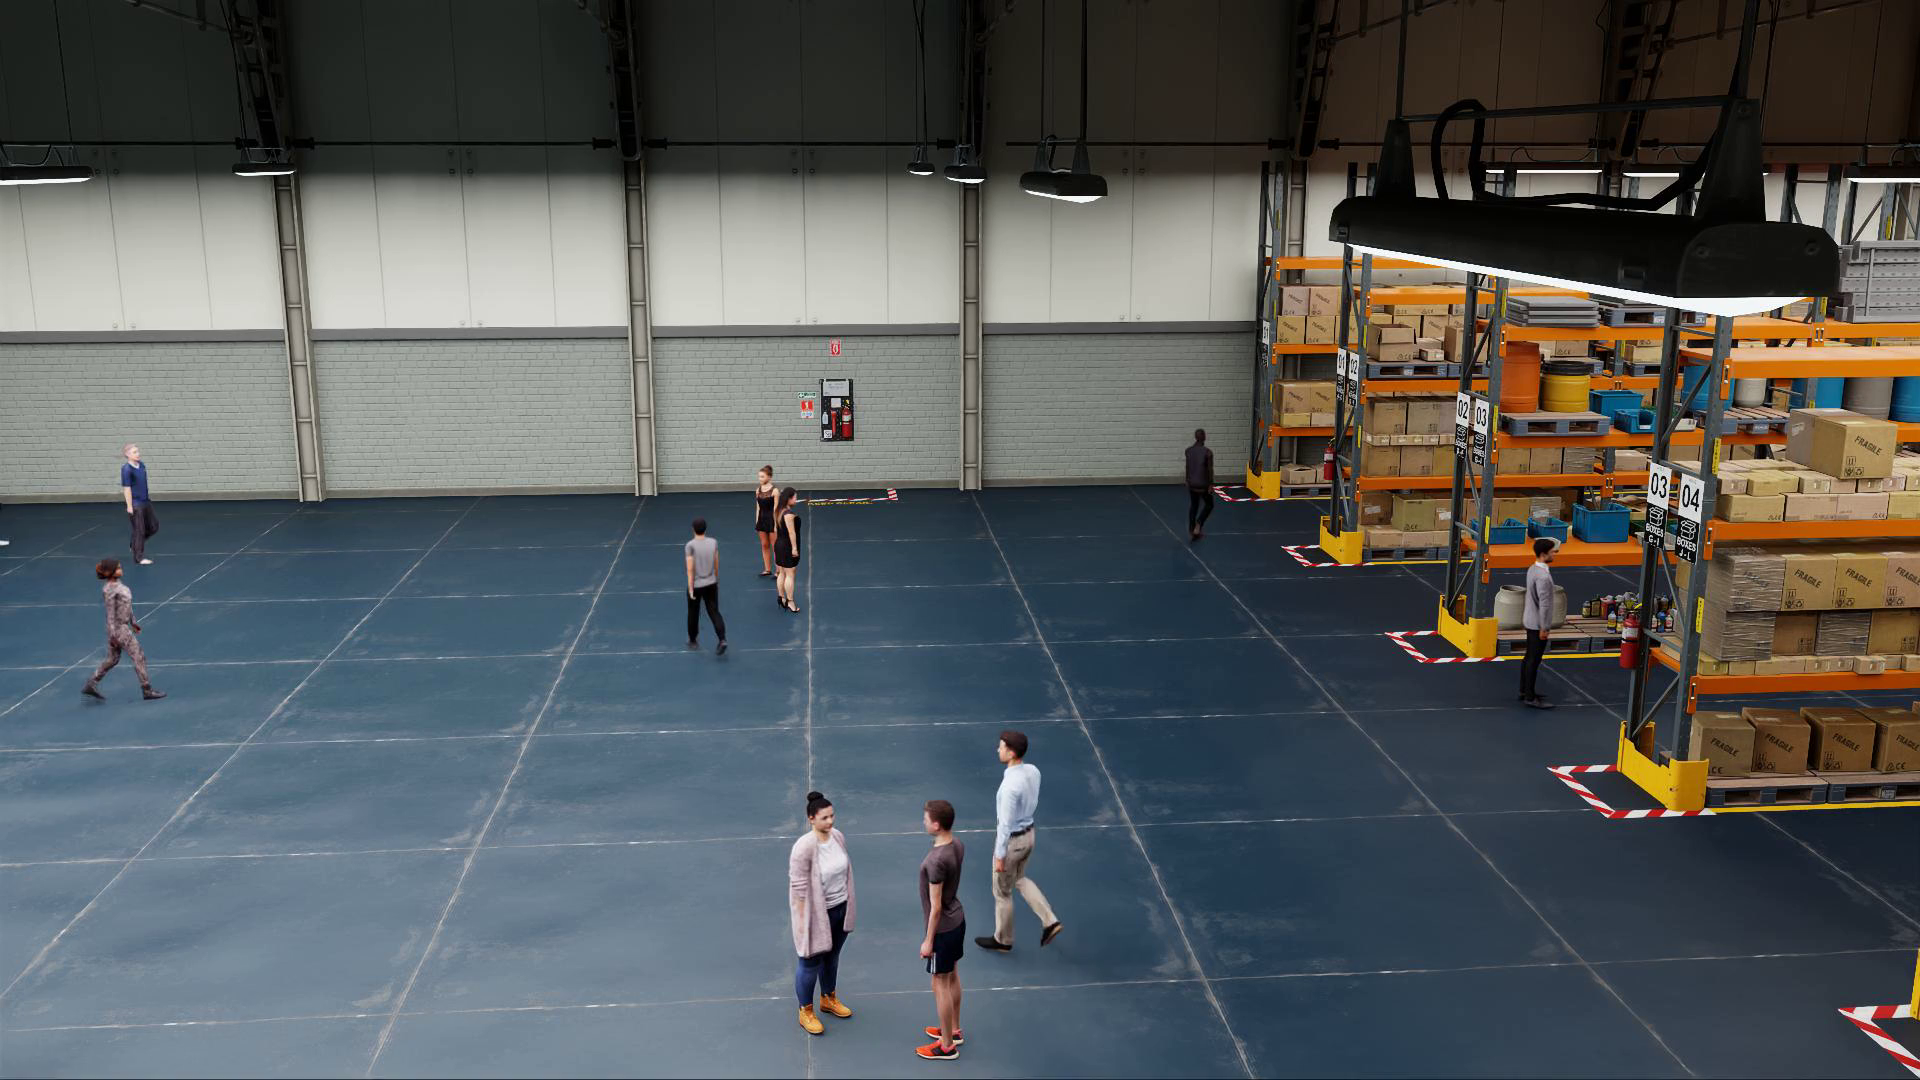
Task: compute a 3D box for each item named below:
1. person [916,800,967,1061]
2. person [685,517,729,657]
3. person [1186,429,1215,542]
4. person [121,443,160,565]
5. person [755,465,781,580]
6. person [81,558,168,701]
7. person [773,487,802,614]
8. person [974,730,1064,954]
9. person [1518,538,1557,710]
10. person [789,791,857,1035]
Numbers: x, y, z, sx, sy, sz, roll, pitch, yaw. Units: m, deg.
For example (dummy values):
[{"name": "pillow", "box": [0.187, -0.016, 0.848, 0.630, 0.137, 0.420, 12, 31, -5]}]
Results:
[{"name": "person", "box": [-0.111, 2.661, 11.448, 0.683, 1.858, 0.720, 4, 14, 16]}, {"name": "person", "box": [-3.152, 0.590, 20.678, 1.165, 1.728, 1.026, -8, 15, -30]}, {"name": "person", "box": [3.798, -0.867, 26.765, 0.840, 1.821, 0.890, 12, 18, 42]}, {"name": "person", "box": [-12.579, -0.544, 25.295, 0.813, 1.855, 0.752, 2, 13, 8]}, {"name": "person", "box": [-2.809, -0.267, 24.490, 0.671, 1.679, 0.749, 8, 15, 32]}, {"name": "person", "box": [-9.608, 1.043, 18.828, 1.163, 1.681, 0.713, -3, 13, -14]}, {"name": "person", "box": [-2.369, 0.128, 22.706, 0.756, 1.713, 0.751, -8, 15, -30]}, {"name": "person", "box": [0.480, 2.358, 12.824, 1.073, 1.826, 0.946, 7, 15, 27]}, {"name": "person", "box": [6.534, 0.919, 18.828, 0.704, 1.922, 0.791, 2, 13, 7]}, {"name": "person", "box": [-0.997, 2.623, 11.865, 0.848, 1.743, 0.794, 10, 16, 37]}]
